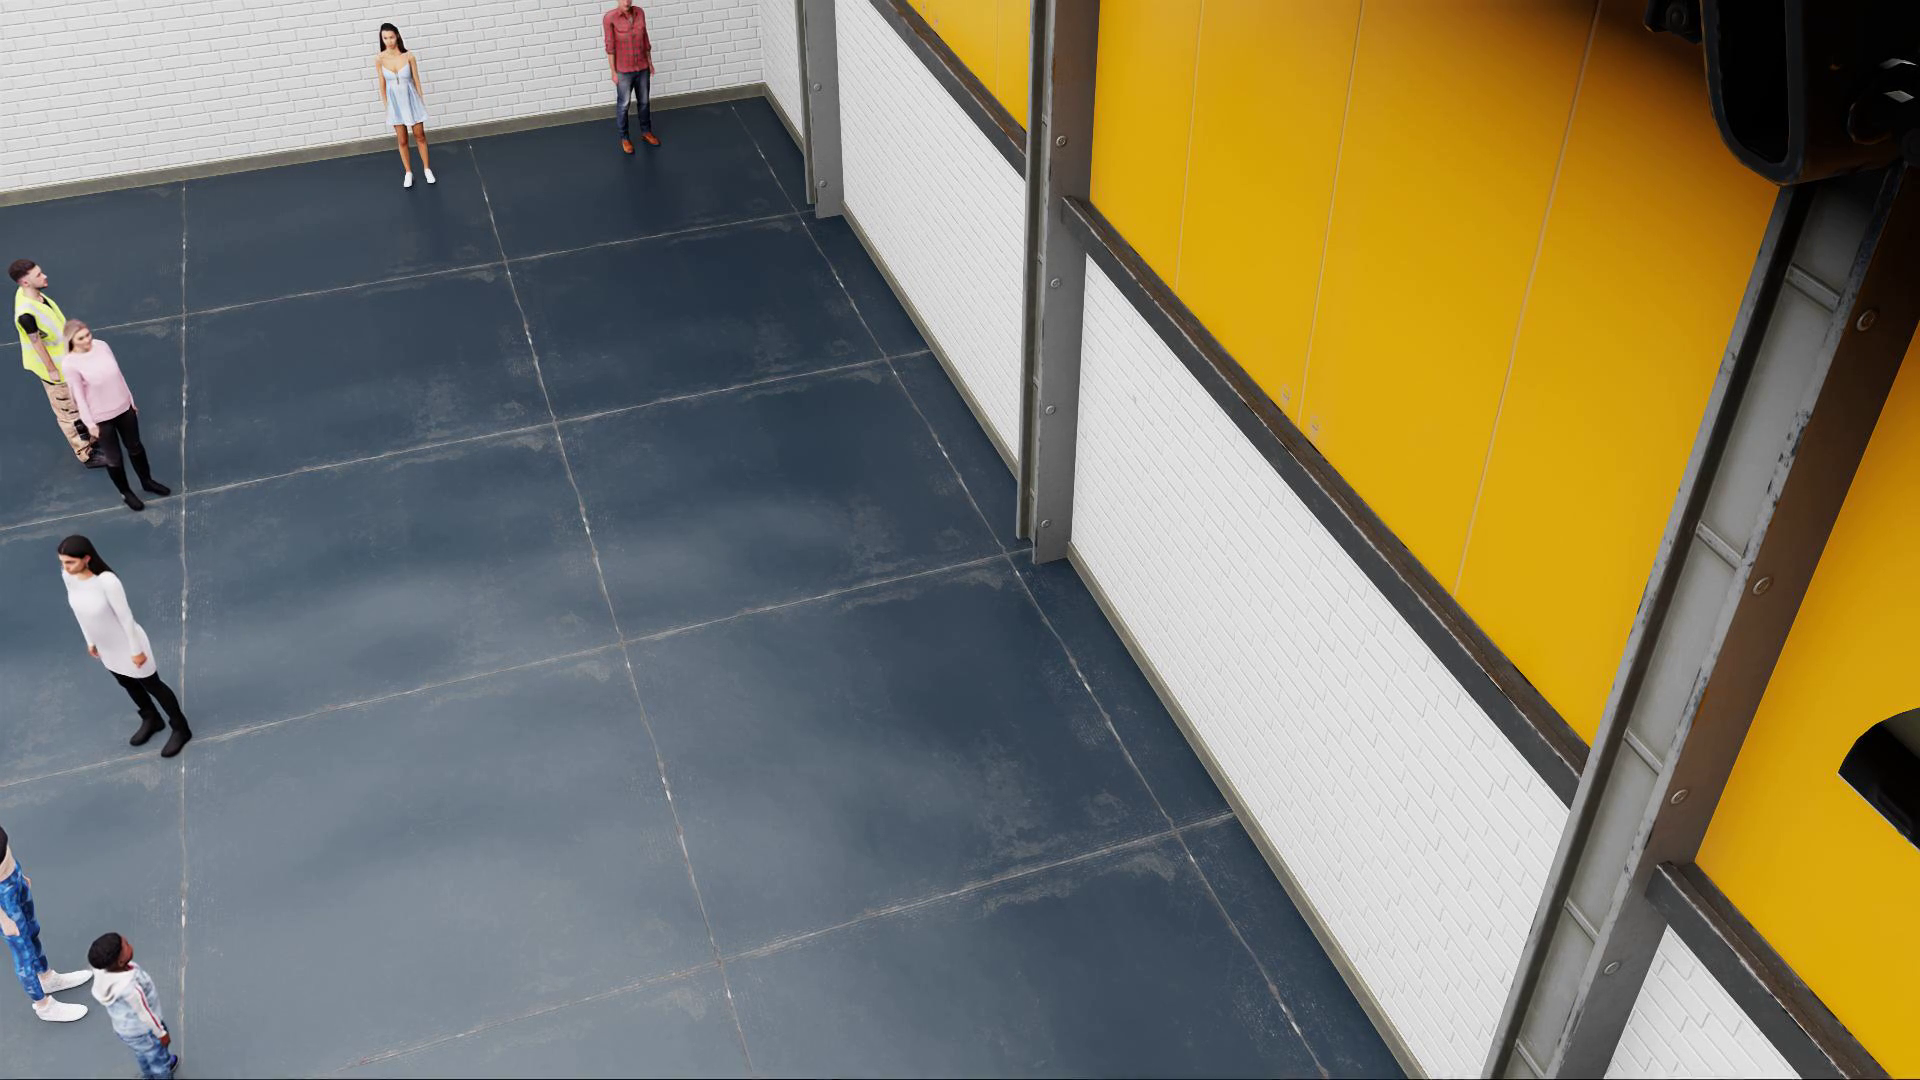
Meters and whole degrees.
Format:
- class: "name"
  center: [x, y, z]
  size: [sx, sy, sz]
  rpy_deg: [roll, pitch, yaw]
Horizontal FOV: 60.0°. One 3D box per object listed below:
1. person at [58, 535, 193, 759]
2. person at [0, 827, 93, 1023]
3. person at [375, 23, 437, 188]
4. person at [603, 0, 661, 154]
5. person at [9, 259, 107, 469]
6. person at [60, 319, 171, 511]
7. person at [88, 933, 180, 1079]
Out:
- class: "person"
  center: [-5.420, 0.660, 10.771]
  size: [0.673, 1.803, 0.725]
  rpy_deg: [15, 41, 18]
- class: "person"
  center: [-5.238, 1.972, 9.140]
  size: [0.638, 1.788, 0.535]
  rpy_deg: [-10, 40, -12]
- class: "person"
  center: [-5.799, -4.551, 17.355]
  size: [0.581, 1.731, 0.517]
  rpy_deg: [-12, 40, -15]
- class: "person"
  center: [-3.573, -5.143, 18.015]
  size: [0.749, 1.831, 0.674]
  rpy_deg: [-26, 45, -29]
- class: "person"
  center: [-7.249, -1.436, 13.362]
  size: [0.767, 1.845, 0.642]
  rpy_deg: [-16, 41, -19]
- class: "person"
  center: [-6.643, -1.002, 12.946]
  size: [0.746, 1.685, 0.691]
  rpy_deg: [17, 42, 20]
- class: "person"
  center: [-4.380, 2.549, 8.844]
  size: [0.534, 1.255, 0.619]
  rpy_deg: [28, 46, 30]
